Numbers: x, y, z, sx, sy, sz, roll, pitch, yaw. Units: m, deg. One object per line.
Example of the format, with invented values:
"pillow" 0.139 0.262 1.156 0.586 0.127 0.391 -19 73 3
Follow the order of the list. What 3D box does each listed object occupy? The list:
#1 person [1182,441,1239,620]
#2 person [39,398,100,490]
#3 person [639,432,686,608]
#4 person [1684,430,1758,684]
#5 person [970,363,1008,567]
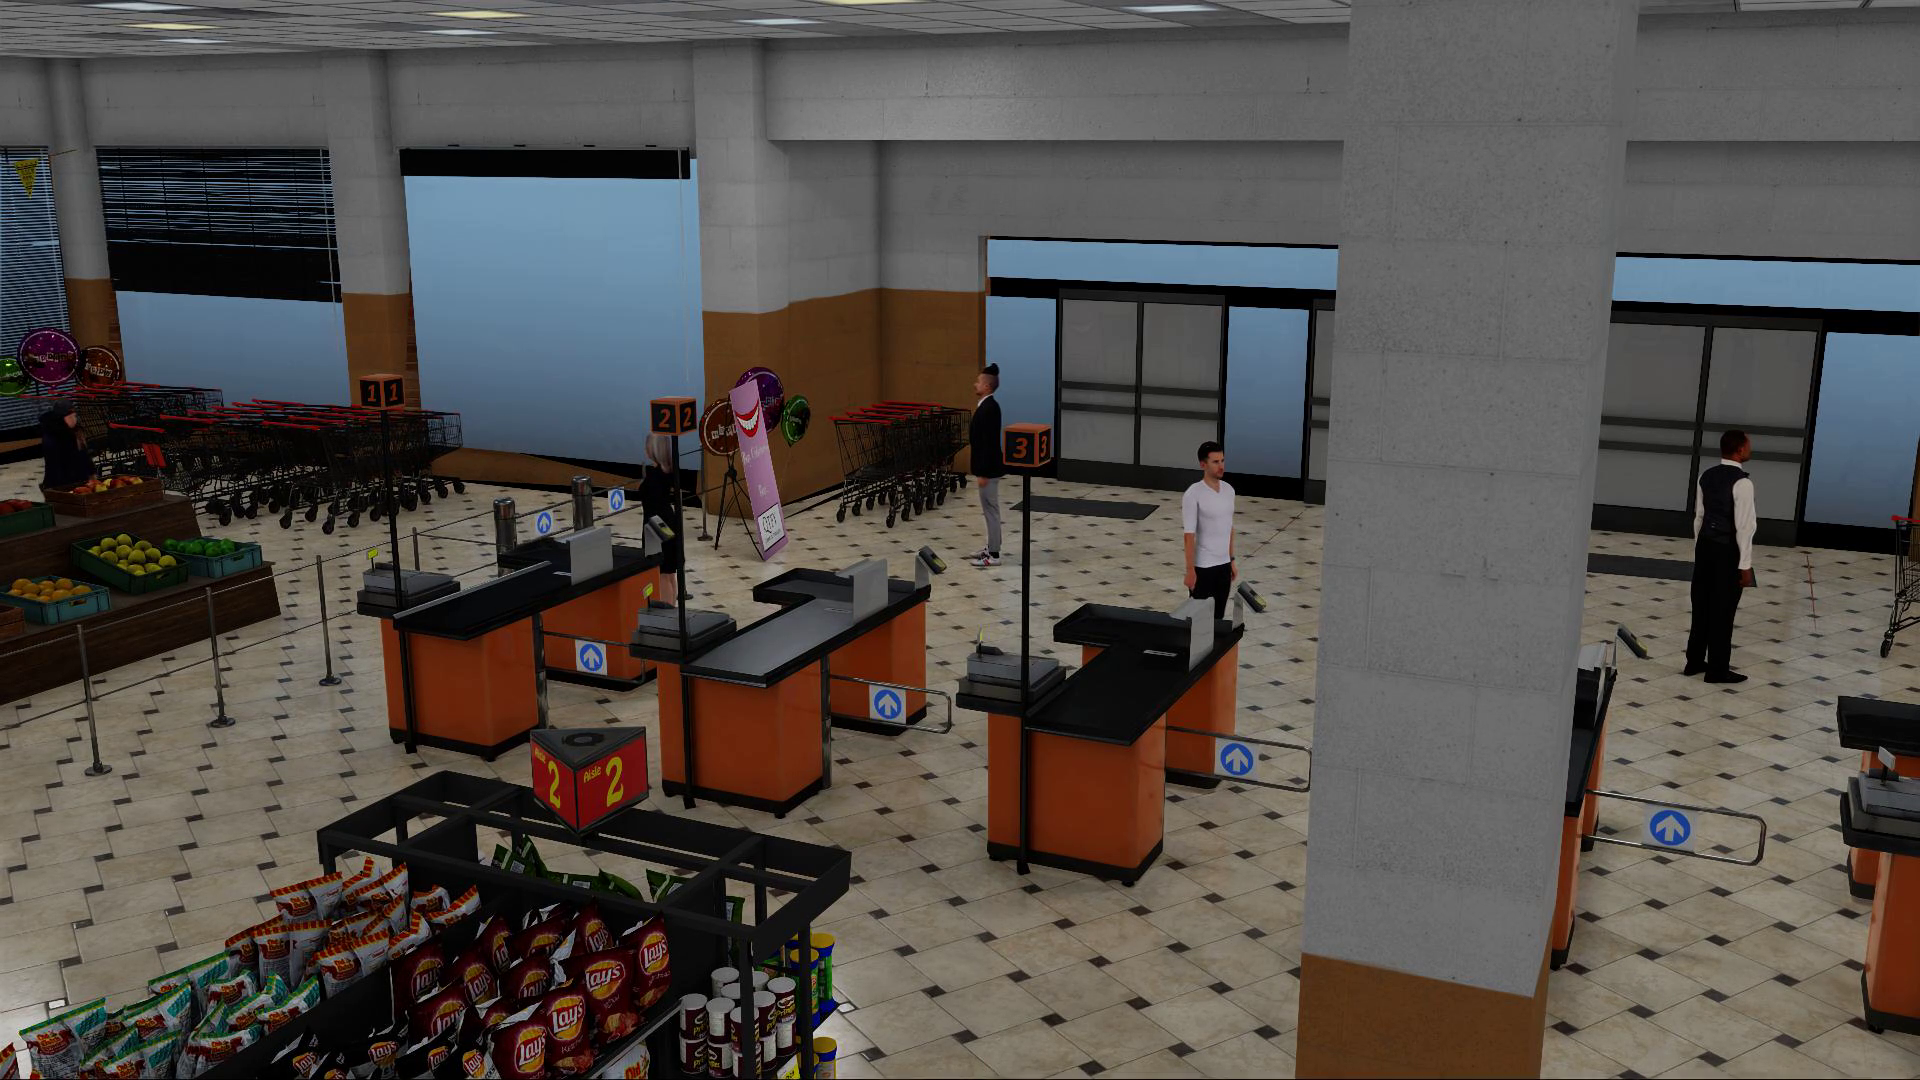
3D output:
"person" 1.865 0.172 12.462 0.669 1.851 0.814 -11 17 -37
"person" -8.509 -0.501 15.676 1.026 1.645 0.987 -4 14 -17
"person" -2.438 -0.037 13.546 0.739 1.747 0.627 0 14 2
"person" 5.743 0.115 12.554 0.828 1.919 0.764 -5 14 -18
"person" 0.282 -0.728 15.970 0.841 1.948 0.681 1 14 4
